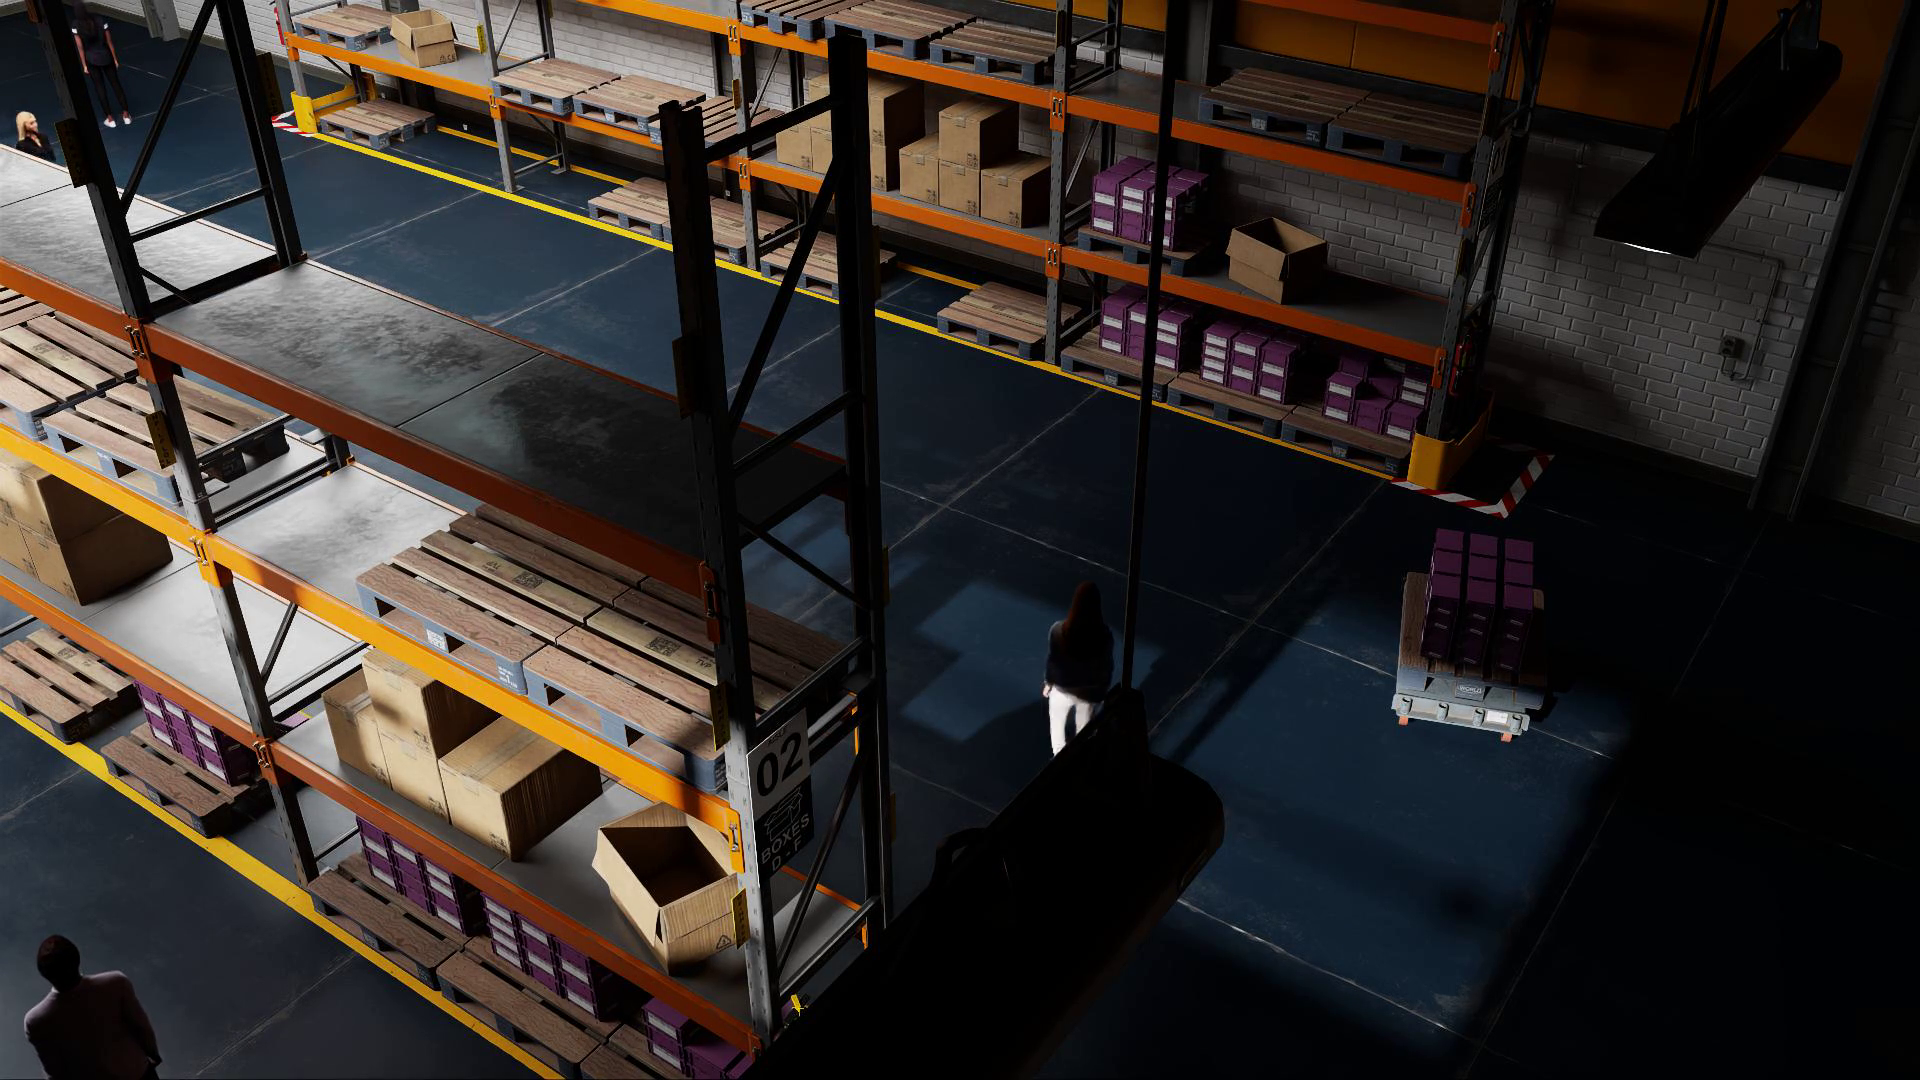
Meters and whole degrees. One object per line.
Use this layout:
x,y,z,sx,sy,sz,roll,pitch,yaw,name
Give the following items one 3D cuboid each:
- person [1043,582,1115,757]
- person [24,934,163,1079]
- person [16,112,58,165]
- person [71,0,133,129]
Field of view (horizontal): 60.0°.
0.780,1.048,11.125,0.945,1.691,0.965,-1,34,-1,person
-4.341,2.715,8.472,0.724,1.852,0.660,-25,41,-33,person
-10.126,-3.833,18.349,1.046,1.823,0.873,5,34,7,person
-11.553,-6.427,22.336,0.683,1.731,0.681,-21,39,-28,person
